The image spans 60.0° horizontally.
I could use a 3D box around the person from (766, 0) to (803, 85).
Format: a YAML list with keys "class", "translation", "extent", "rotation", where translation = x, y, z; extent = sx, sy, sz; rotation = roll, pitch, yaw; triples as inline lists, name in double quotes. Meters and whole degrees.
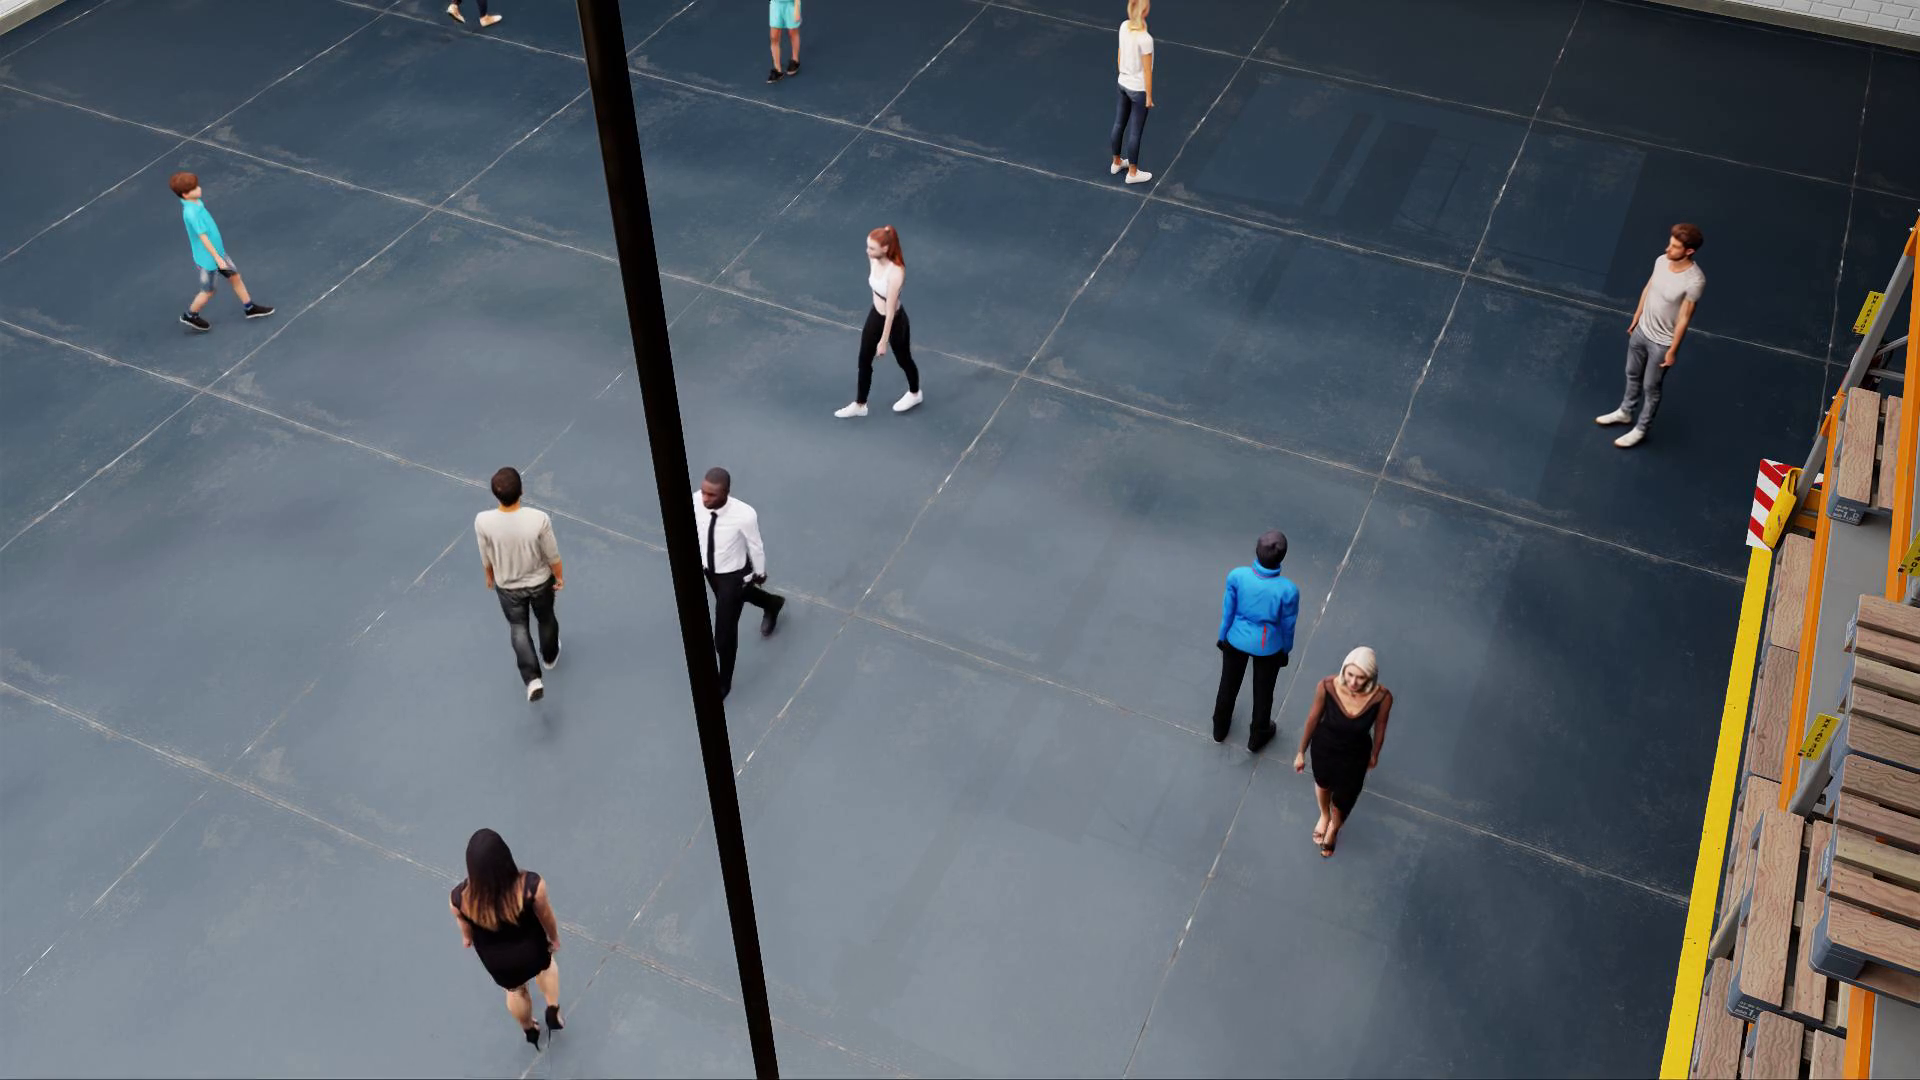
- class: "person"
  translation: [-1.733, -5.466, 16.871]
  extent: [0.583, 1.545, 0.798]
  rotation: [15, 46, 15]

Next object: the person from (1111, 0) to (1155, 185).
- class: "person"
  translation: [1.589, -4.147, 15.296]
  extent: [0.666, 1.809, 0.662]
  rotation: [-25, 49, -24]

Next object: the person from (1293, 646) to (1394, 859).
- class: "person"
  translation: [2.253, 1.182, 9.758]
  extent: [0.586, 1.731, 0.615]
  rotation: [18, 46, 18]

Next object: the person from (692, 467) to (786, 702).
- class: "person"
  translation: [-1.451, 0.165, 10.782]
  extent: [0.703, 1.792, 1.269]
  rotation: [21, 48, 21]

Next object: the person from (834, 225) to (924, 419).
- class: "person"
  translation: [-0.456, -1.672, 12.765]
  extent: [1.067, 1.717, 0.920]
  rotation: [-25, 49, -24]

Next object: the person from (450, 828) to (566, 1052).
- class: "person"
  translation: [-2.332, 2.190, 8.722]
  extent: [0.765, 1.702, 0.819]
  rotation: [-13, 45, -13]

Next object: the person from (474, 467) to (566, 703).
- class: "person"
  translation: [-2.791, 0.311, 10.626]
  extent: [0.966, 1.795, 1.081]
  rotation: [-6, 44, -7]

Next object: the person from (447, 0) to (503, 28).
- class: "person"
  translation: [-5.243, -6.198, 17.475]
  extent: [0.900, 1.772, 0.755]
  rotation: [-32, 52, -29]

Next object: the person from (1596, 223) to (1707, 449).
- class: "person"
  translation: [5.265, -1.552, 12.514]
  extent: [0.802, 1.889, 0.743]
  rotation: [-14, 45, -14]

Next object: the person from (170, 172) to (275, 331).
- class: "person"
  translation: [-6.256, -2.347, 13.684]
  extent: [0.938, 1.426, 0.944]
  rotation: [-8, 44, -9]

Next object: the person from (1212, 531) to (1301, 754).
- class: "person"
  translation: [1.812, 0.638, 10.284]
  extent: [0.619, 1.793, 0.529]
  rotation: [15, 46, 15]
